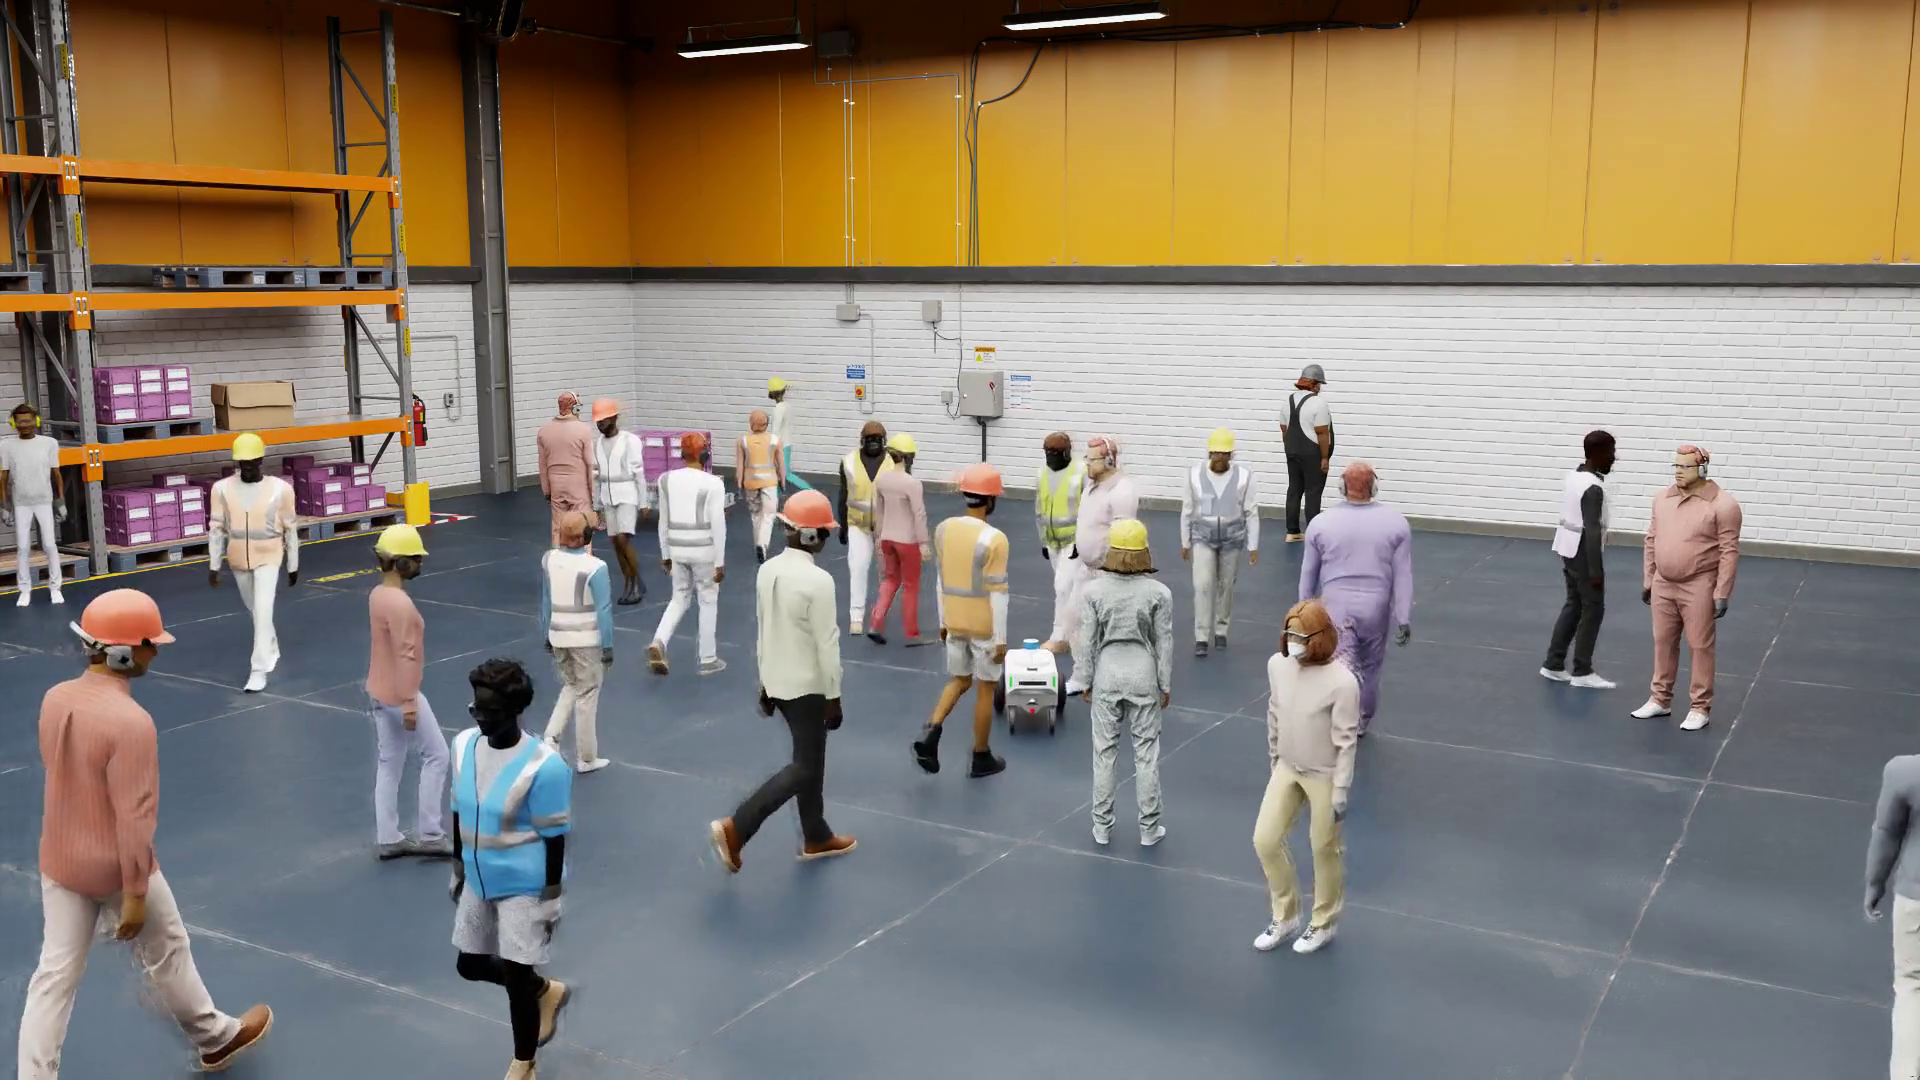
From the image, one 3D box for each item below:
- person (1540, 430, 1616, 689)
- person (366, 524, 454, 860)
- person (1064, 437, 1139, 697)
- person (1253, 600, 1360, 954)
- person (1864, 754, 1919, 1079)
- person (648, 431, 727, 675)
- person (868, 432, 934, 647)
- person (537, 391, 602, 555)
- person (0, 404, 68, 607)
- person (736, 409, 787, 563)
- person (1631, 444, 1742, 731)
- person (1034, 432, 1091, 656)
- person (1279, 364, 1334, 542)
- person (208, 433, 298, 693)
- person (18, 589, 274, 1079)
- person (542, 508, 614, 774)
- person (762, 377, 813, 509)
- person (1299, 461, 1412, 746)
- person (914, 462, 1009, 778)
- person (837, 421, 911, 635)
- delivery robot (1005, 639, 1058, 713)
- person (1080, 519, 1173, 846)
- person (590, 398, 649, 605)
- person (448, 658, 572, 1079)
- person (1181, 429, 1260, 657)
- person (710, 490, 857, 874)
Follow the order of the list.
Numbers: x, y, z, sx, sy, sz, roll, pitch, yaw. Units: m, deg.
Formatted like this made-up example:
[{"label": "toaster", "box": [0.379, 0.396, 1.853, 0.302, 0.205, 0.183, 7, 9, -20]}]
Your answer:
[{"label": "person", "box": [4.569, 0.156, 12.217, 0.427, 1.921, 0.616, 1, 9, 6]}, {"label": "person", "box": [-2.798, 0.783, 8.595, 0.546, 1.749, 0.554, -6, 11, -35]}, {"label": "person", "box": [0.958, 0.218, 11.731, 0.751, 1.879, 0.670, -4, 10, -22]}, {"label": "person", "box": [1.514, 1.057, 7.319, 0.511, 1.608, 0.516, -8, 12, -41]}, {"label": "person", "box": [3.505, 1.301, 5.913, 0.518, 1.619, 0.711, 6, 11, 31]}, {"label": "person", "box": [-2.032, 0.123, 12.401, 0.579, 1.870, 0.676, 4, 10, 24]}, {"label": "person", "box": [-0.470, 0.008, 13.459, 0.413, 1.769, 0.543, -8, 12, -42]}, {"label": "person", "box": [-3.738, -0.486, 16.074, 0.651, 1.907, 0.409, 3, 10, 20]}, {"label": "person", "box": [-8.470, -0.322, 15.204, 0.527, 1.860, 0.321, -4, 10, -26]}, {"label": "person", "box": [-2.102, -0.565, 17.520, 0.536, 1.613, 0.745, 0, 9, 3]}, {"label": "person", "box": [4.833, 0.310, 11.105, 0.401, 1.907, 0.646, -6, 11, -31]}, {"label": "person", "box": [0.832, 0.028, 13.273, 0.838, 1.780, 0.642, -9, 13, -44]}, {"label": "person", "box": [3.930, -0.963, 18.632, 0.536, 2.000, 0.672, -5, 11, -31]}, {"label": "person", "box": [-5.209, 0.133, 12.326, 0.588, 1.877, 1.030, -1, 9, -3]}, {"label": "person", "box": [-2.986, 1.127, 5.939, 0.598, 1.926, 1.042, 4, 10, 26]}, {"label": "person", "box": [-2.306, 0.618, 10.028, 0.537, 1.625, 0.388, 6, 11, 31]}, {"label": "person", "box": [-2.185, -1.198, 21.031, 0.783, 1.737, 0.532, 0, 9, 0]}, {"label": "person", "box": [2.477, 0.431, 10.476, 0.674, 1.855, 0.995, 2, 9, 9]}, {"label": "person", "box": [0.042, 0.501, 9.866, 0.574, 1.923, 0.587, 8, 12, 42]}, {"label": "person", "box": [-0.730, -0.140, 14.267, 0.640, 1.808, 0.859, 0, 9, 2]}, {"label": "delivery robot", "box": [0.478, 0.914, 11.247, 0.477, 0.478, 0.707, 0, 9, 0]}, {"label": "person", "box": [0.884, 0.753, 8.846, 0.489, 1.743, 0.323, 2, 9, 11]}, {"label": "person", "box": [-3.127, -0.346, 15.179, 0.576, 1.908, 0.470, 5, 10, 26]}, {"label": "person", "box": [-1.593, 1.227, 6.083, 0.545, 1.673, 0.502, 5, 11, 31]}, {"label": "person", "box": [2.058, 0.028, 13.176, 0.616, 1.795, 0.827, 1, 9, 7]}, {"label": "person", "box": [-0.882, 0.726, 8.349, 0.838, 1.962, 0.617, -7, 11, -36]}]
